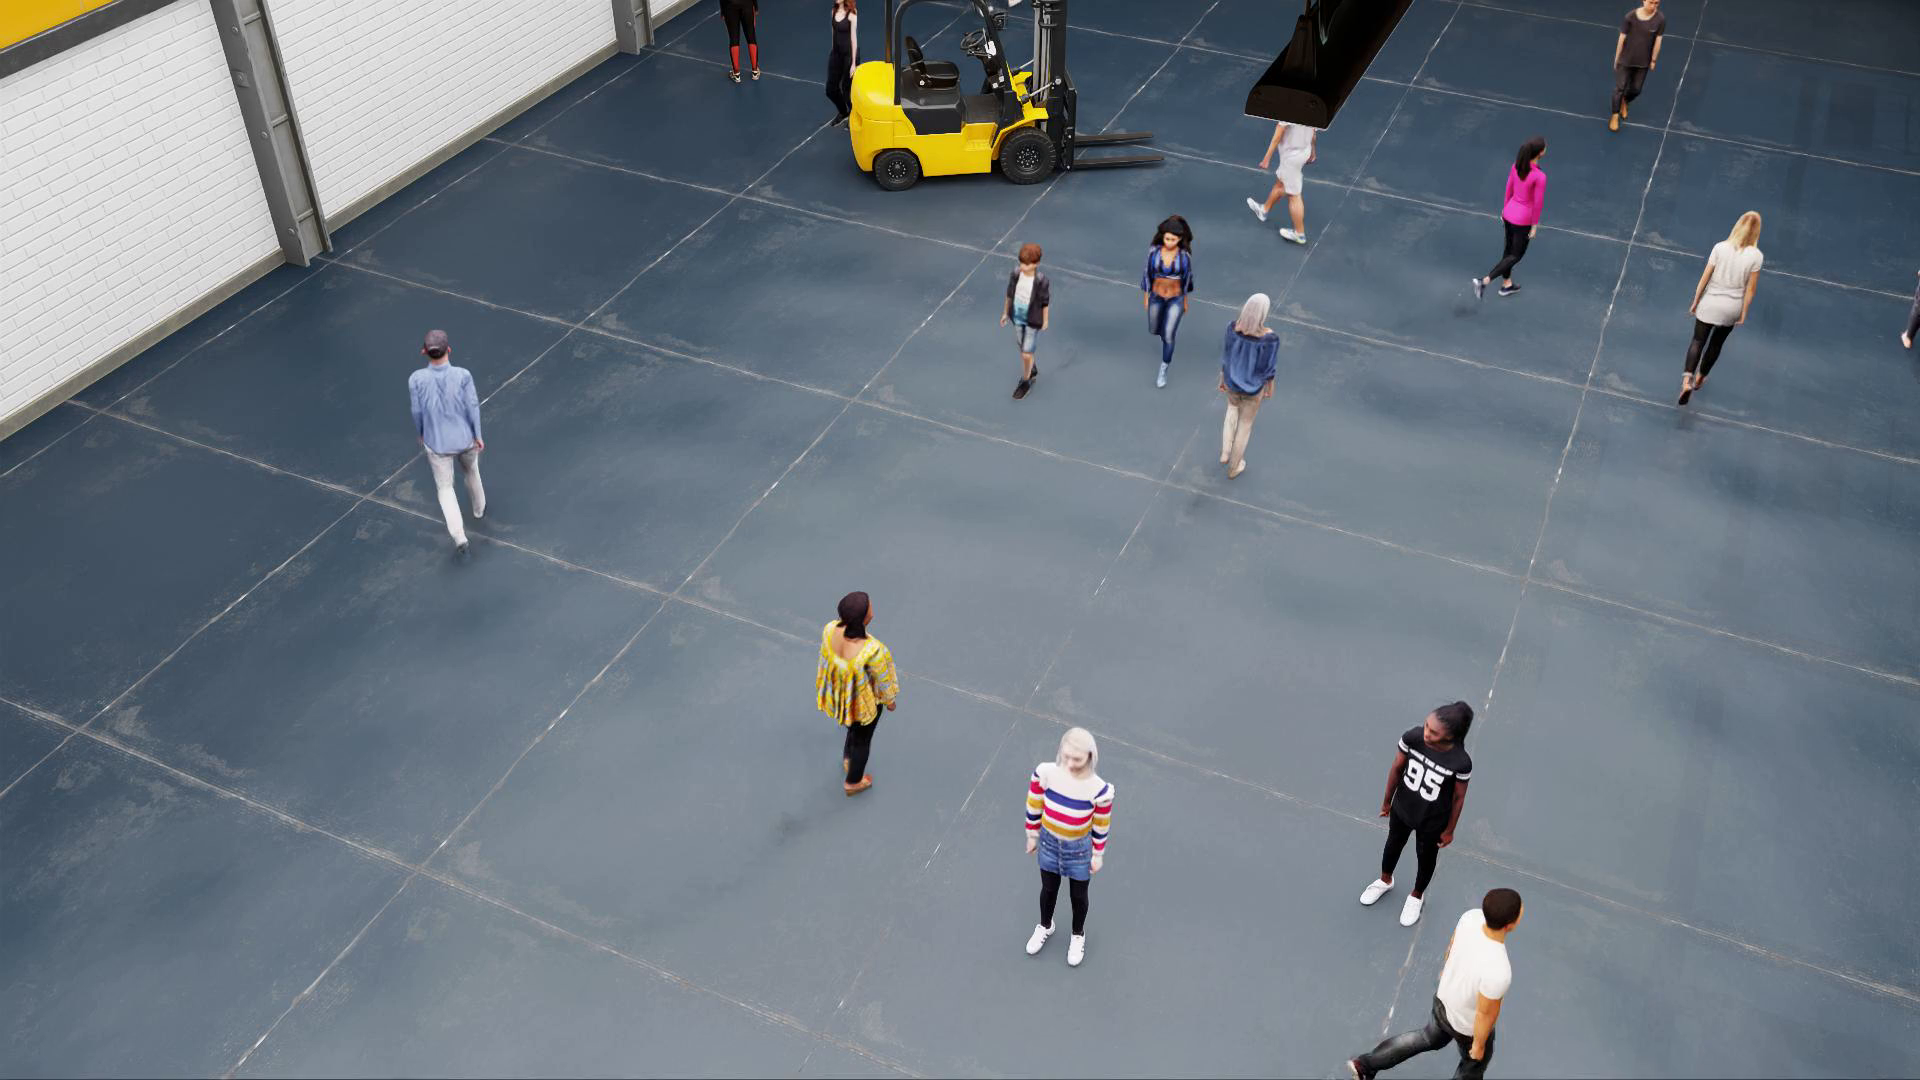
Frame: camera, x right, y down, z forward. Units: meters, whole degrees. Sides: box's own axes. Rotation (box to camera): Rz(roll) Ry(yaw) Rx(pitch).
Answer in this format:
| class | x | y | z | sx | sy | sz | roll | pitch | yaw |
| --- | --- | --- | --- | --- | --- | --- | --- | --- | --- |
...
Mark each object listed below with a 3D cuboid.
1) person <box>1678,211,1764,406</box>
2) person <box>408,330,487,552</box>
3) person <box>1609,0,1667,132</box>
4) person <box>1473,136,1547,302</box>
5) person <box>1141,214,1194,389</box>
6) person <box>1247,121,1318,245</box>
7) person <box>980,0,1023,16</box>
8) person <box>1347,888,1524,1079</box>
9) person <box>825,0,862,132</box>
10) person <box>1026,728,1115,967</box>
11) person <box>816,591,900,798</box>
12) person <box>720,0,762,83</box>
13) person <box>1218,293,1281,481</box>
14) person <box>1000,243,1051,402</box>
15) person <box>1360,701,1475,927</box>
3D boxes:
| class | x | y | z | sx | sy | sz | roll | pitch | yaw |
| --- | --- | --- | --- | --- | --- | --- | --- | --- | --- |
| person | 6.586 | -1.973 | 14.422 | 0.628 | 1.809 | 1.015 | 18 | 42 | 22 |
| person | -3.955 | -0.766 | 12.861 | 1.081 | 1.870 | 1.134 | -12 | 40 | -15 |
| person | 7.683 | -5.549 | 18.996 | 0.703 | 1.687 | 0.850 | 9 | 40 | 11 |
| person | 5.259 | -3.027 | 15.849 | 1.048 | 1.684 | 0.924 | -19 | 42 | -22 |
| person | 1.855 | -2.171 | 14.836 | 0.707 | 1.601 | 0.927 | 10 | 40 | 12 |
| person | 3.438 | -3.837 | 16.743 | 1.126 | 1.823 | 1.016 | -31 | 48 | -33 |
| person | 0.417 | -7.724 | 21.645 | 0.776 | 1.781 | 1.043 | 27 | 46 | 30 |
| person | 2.575 | 2.503 | 8.857 | 1.098 | 1.770 | 1.126 | -4 | 39 | -4 |
| person | -1.231 | -5.519 | 18.922 | 0.645 | 1.734 | 0.681 | 23 | 44 | 26 |
| person | 0.631 | 1.780 | 9.723 | 0.670 | 1.807 | 0.545 | 13 | 40 | 15 |
| person | -0.722 | 1.049 | 10.771 | 0.817 | 1.642 | 0.854 | 31 | 48 | 33 |
| person | -2.659 | -6.425 | 19.997 | 0.698 | 1.808 | 0.741 | -10 | 40 | -12 |
| person | 2.292 | -1.218 | 13.584 | 0.635 | 1.685 | 0.622 | 20 | 43 | 23 |
| person | 0.631 | -1.996 | 14.755 | 0.634 | 1.428 | 0.785 | 27 | 46 | 30 |
| person | 2.770 | 1.625 | 9.980 | 0.663 | 1.731 | 0.622 | 27 | 46 | 29 |
